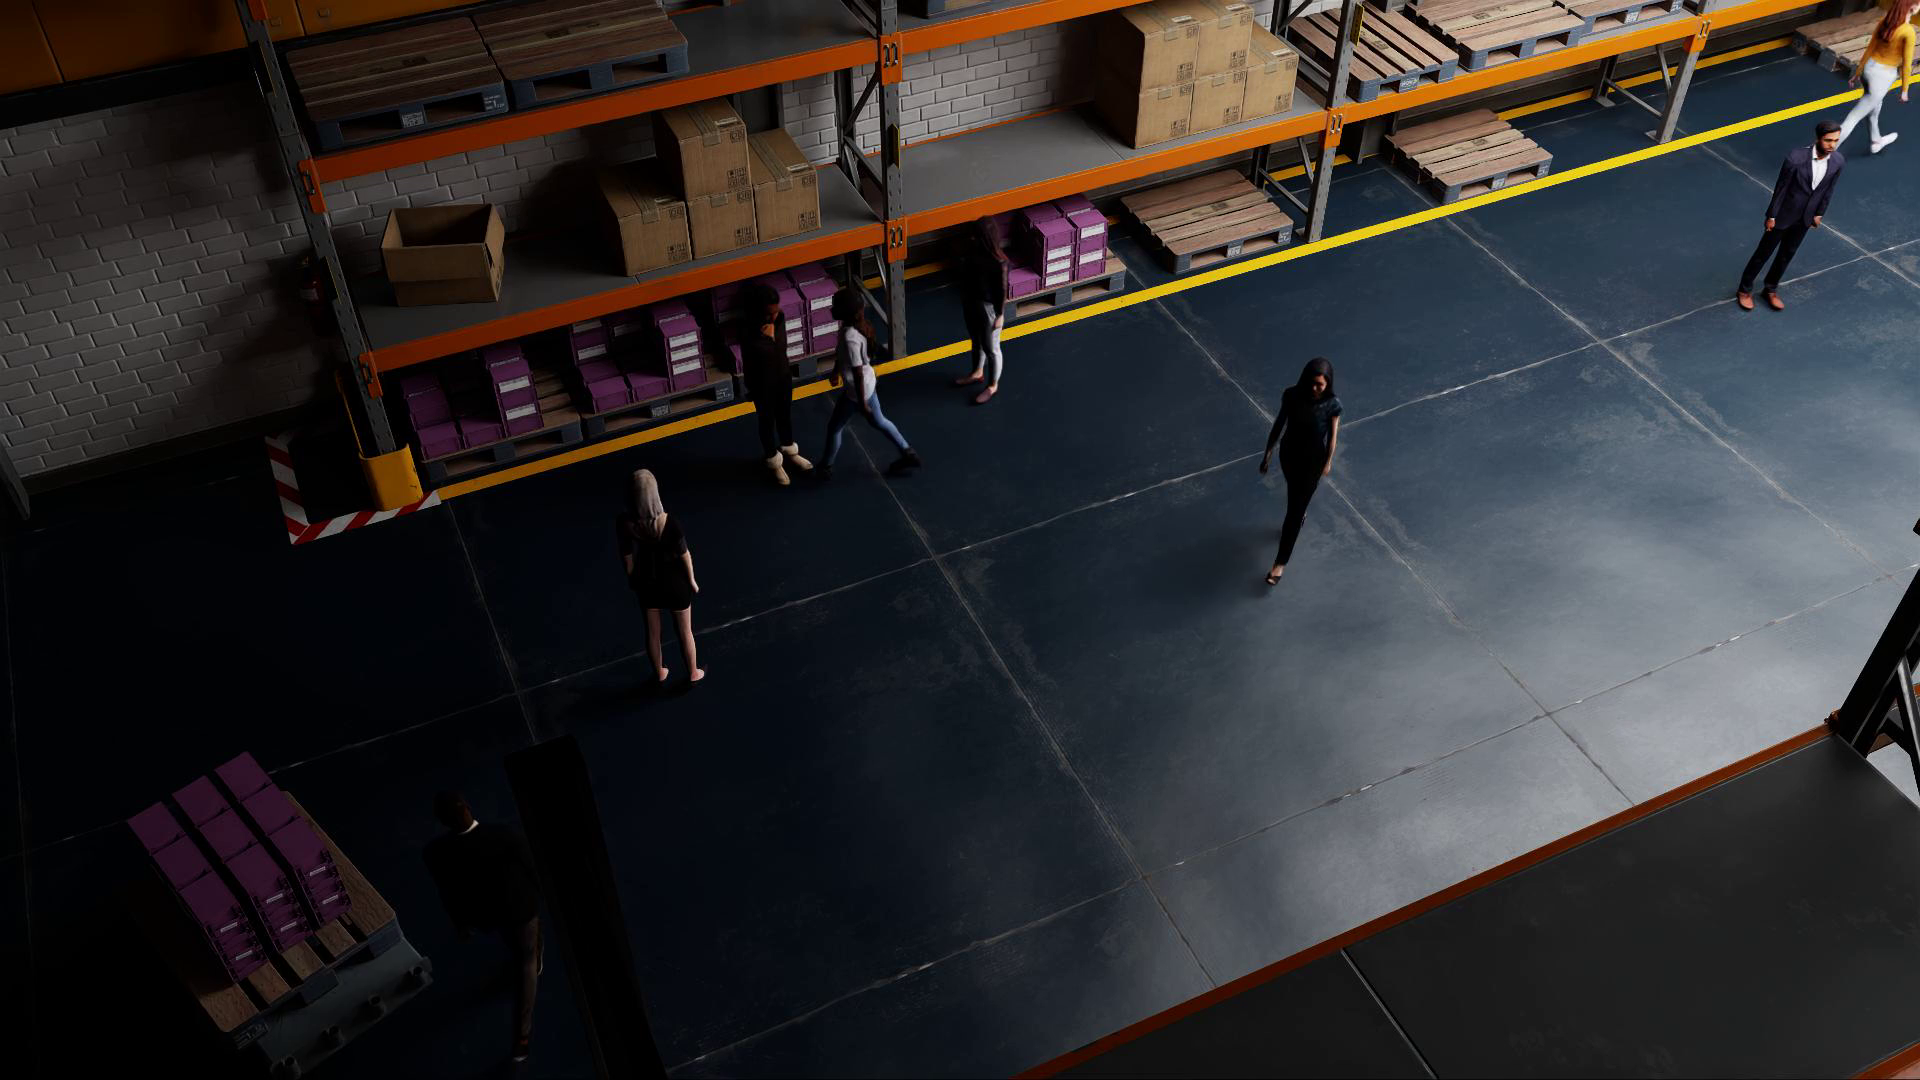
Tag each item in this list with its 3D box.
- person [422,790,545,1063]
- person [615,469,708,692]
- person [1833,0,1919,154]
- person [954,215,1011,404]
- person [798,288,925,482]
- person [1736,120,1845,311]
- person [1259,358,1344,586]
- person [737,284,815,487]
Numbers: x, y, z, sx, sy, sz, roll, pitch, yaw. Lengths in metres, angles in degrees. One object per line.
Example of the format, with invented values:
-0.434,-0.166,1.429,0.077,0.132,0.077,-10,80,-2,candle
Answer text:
-2.378,1.975,8.592,1.192,1.763,1.022,-2,44,-2,person
-1.859,0.265,10.337,0.595,1.831,0.715,4,44,4,person
8.190,-4.112,15.015,1.128,1.716,0.736,-11,45,-11,person
0.165,-1.759,12.624,0.568,1.608,0.632,-25,49,-24,person
-0.642,-1.067,11.849,1.227,1.674,0.918,-1,44,-1,person
6.738,-2.642,13.467,0.596,1.723,0.753,-2,44,-2,person
2.349,-0.595,11.332,0.938,1.705,1.080,22,48,22,person
-1.375,-1.157,11.955,0.660,1.659,0.723,-5,44,-5,person
